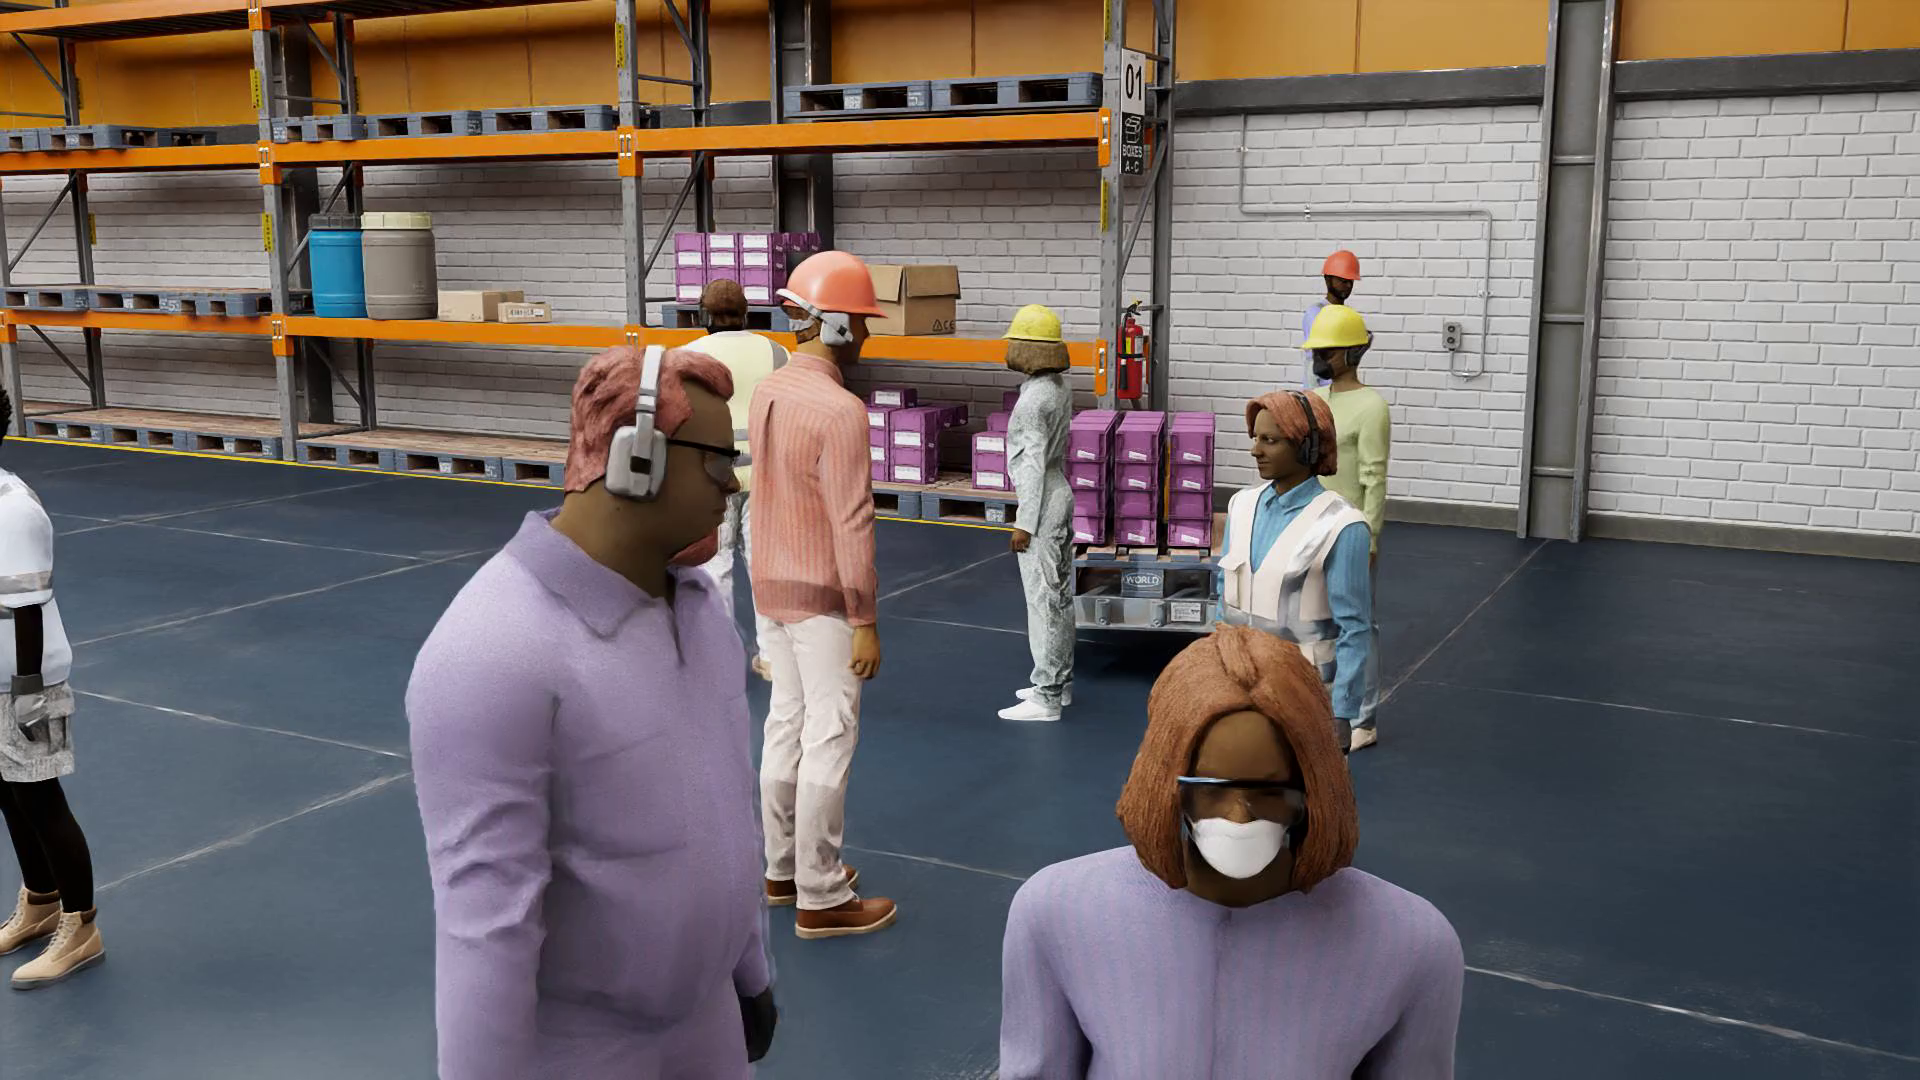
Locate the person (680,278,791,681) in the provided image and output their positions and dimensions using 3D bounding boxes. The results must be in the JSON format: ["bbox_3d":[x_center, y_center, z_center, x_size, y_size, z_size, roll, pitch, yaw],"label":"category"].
[{"bbox_3d":[-1.037,-0.249,7.490,0.633,1.839,0.429,-7,12,-33],"label":"person"}]

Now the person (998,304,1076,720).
[{"bbox_3d":[0.321,-0.111,6.993,0.301,1.745,0.483,3,11,18],"label":"person"}]

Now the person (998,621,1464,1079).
[{"bbox_3d":[0.276,0.888,1.827,0.497,1.632,0.289,1,10,7],"label":"person"}]

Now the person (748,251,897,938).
[{"bbox_3d":[-0.396,0.166,4.835,0.413,1.982,0.623,-6,12,-30],"label":"person"}]

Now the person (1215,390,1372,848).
[{"bbox_3d":[0.847,0.424,4.346,0.305,1.639,0.522,-6,12,-31],"label":"person"}]

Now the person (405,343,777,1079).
[{"bbox_3d":[-0.476,0.674,2.327,0.403,1.889,0.684,4,11,22],"label":"person"}]

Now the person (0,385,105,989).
[{"bbox_3d":[-2.609,0.371,4.516,0.539,1.693,0.321,9,13,39],"label":"person"}]

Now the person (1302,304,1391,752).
[{"bbox_3d":[1.489,-0.046,6.587,0.328,1.765,0.527,-4,11,-21],"label":"person"}]

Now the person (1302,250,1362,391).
[{"bbox_3d":[2.481,-0.952,11.085,0.376,1.934,0.547,8,13,38],"label":"person"}]
